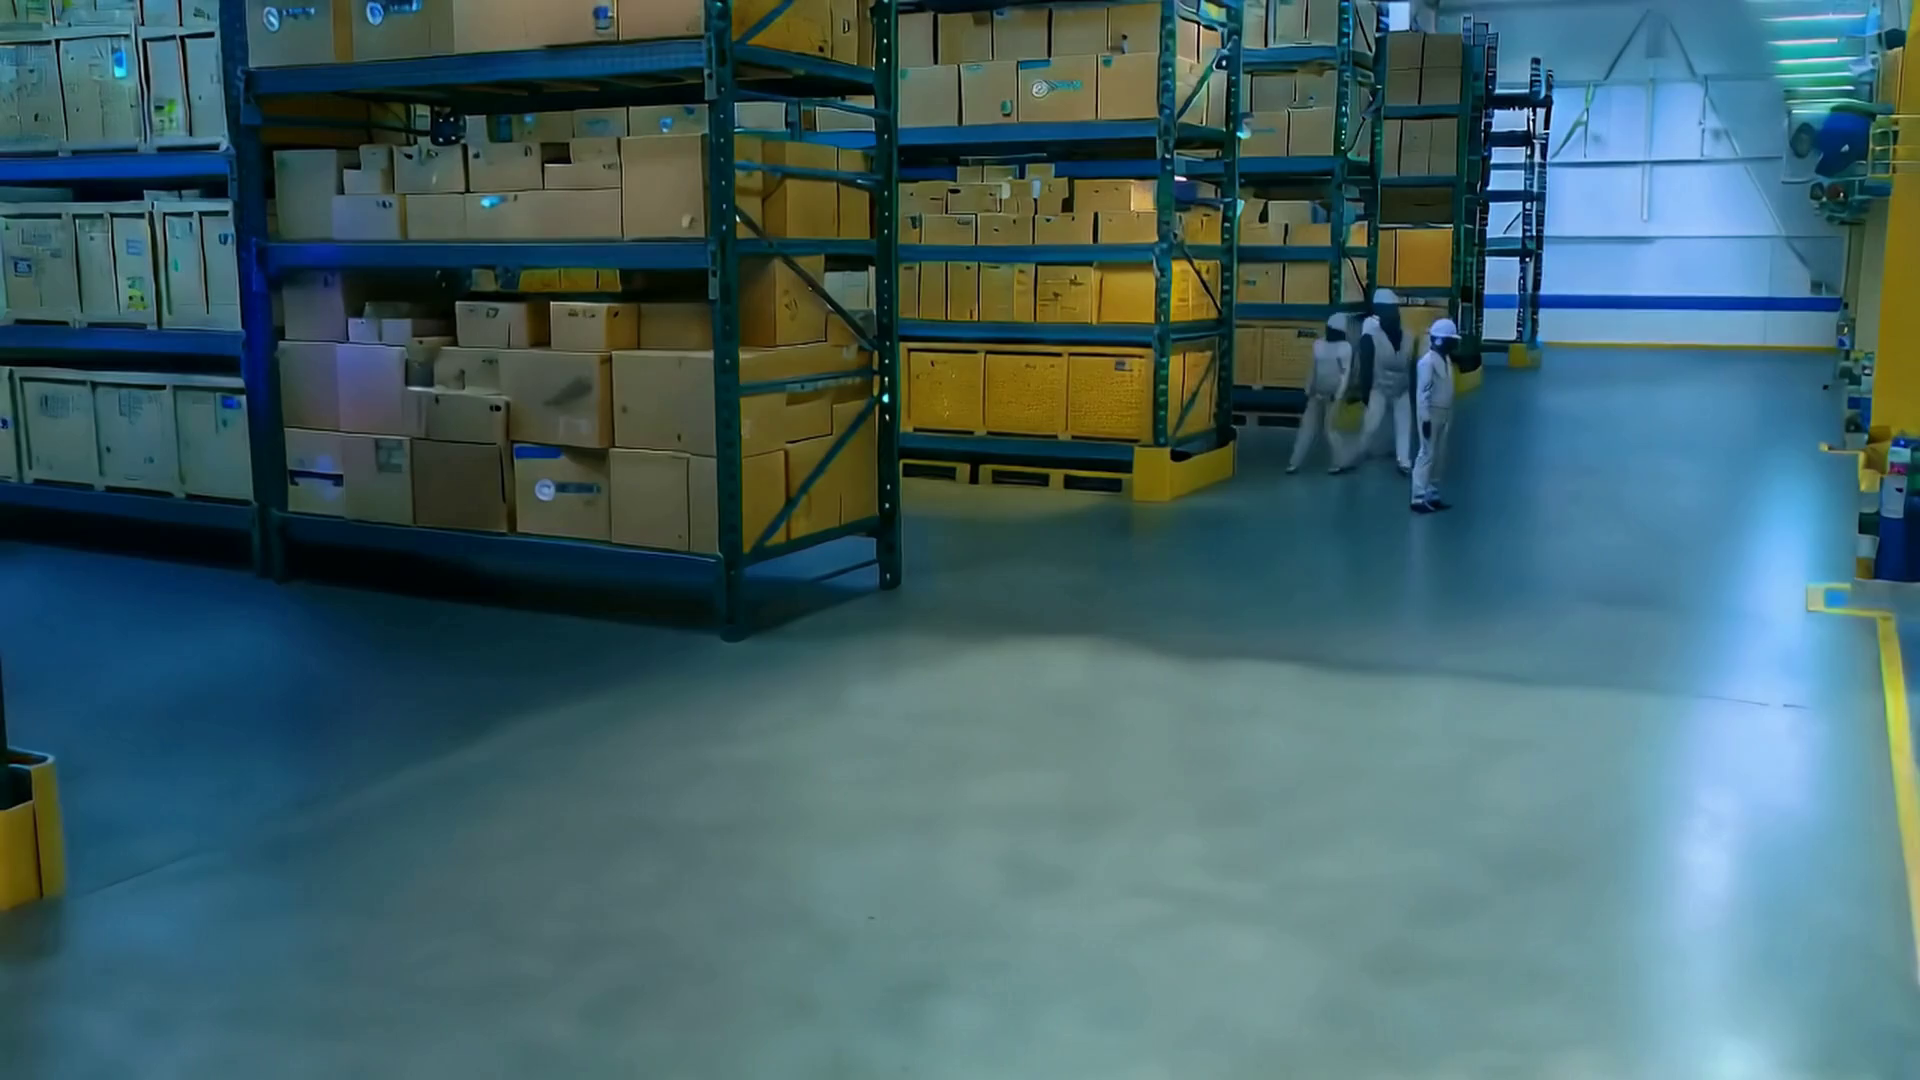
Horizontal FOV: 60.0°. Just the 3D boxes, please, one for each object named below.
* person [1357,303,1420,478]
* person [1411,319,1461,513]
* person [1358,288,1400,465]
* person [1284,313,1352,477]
[{"bbox_3d":[4.487,-1.555,17.357,0.670,1.818,0.503,-2,10,-12],"label":"person"},{"bbox_3d":[4.311,-1.116,15.000,0.349,1.743,0.570,8,13,39],"label":"person"},{"bbox_3d":[4.636,-1.805,18.389,0.392,1.946,0.616,-3,10,-16],"label":"person"},{"bbox_3d":[3.771,-1.505,17.360,0.588,1.709,0.613,9,13,42],"label":"person"}]
